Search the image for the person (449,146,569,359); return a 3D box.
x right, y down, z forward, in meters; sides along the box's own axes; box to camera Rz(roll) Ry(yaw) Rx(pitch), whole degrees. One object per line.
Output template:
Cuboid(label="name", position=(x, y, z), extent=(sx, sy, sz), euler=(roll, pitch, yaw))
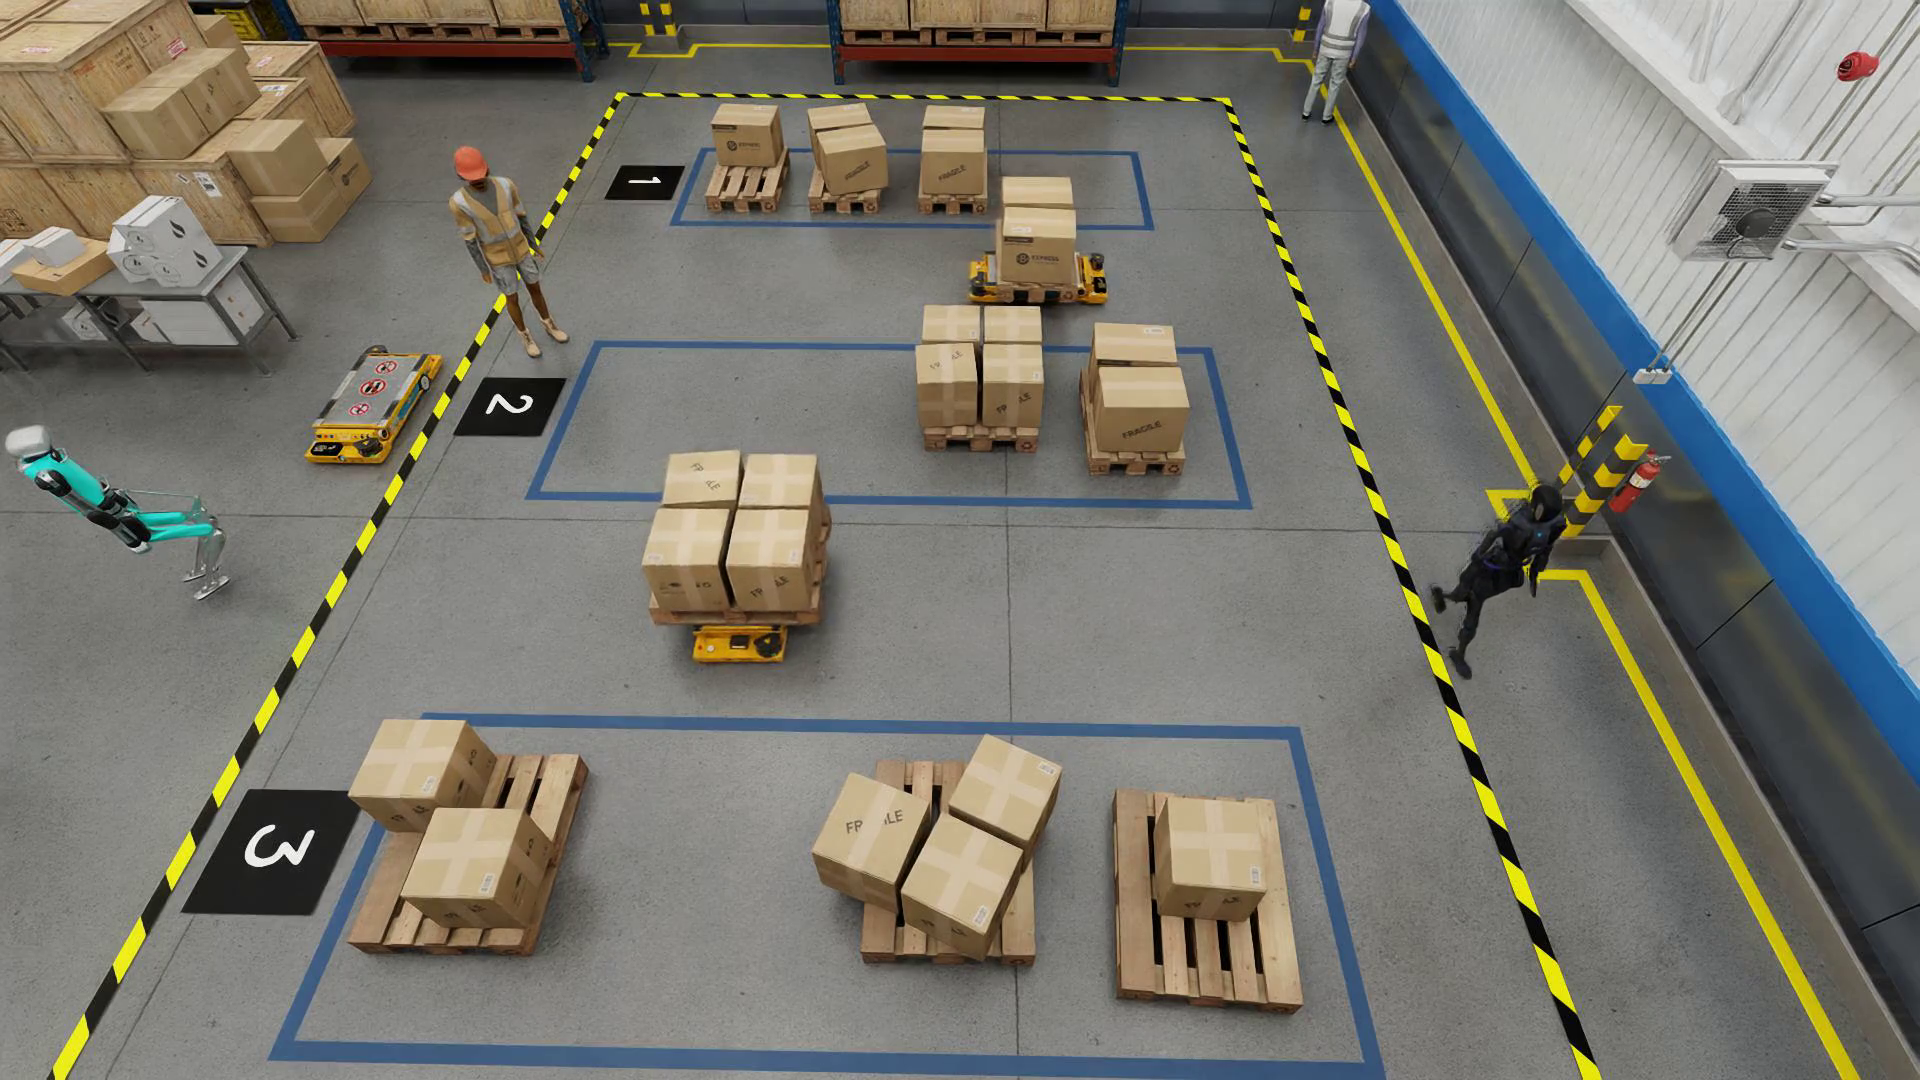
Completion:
Cuboid(label="person", position=(-4.143, -2.623, 8.426), extent=(0.370, 2.040, 0.614), euler=(35, 58, 26))

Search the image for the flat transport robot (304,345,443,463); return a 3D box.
Cuboid(label="flat transport robot", position=(-5.383, -1.269, 8.441), extent=(0.659, 0.231, 1.431), euler=(1, 50, 1))

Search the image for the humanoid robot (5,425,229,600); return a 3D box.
Cuboid(label="humanoid robot", position=(-5.779, -0.245, 6.524), extent=(0.735, 1.677, 0.533), euler=(-35, 58, -26))

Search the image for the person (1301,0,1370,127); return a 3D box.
Cuboid(label="person", position=(4.762, -6.200, 11.586), extent=(0.597, 1.836, 0.404), euler=(24, 54, 19))

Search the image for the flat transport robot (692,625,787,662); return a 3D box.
Cuboid(label="flat transport robot", position=(-1.624, 0.291, 7.102), extent=(0.652, 0.197, 1.431), euler=(0, 50, 0))

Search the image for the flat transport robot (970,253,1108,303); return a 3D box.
Cuboid(label="flat transport robot", position=(0.828, -2.791, 9.711), extent=(1.431, 0.197, 0.652), euler=(1, 50, 1))

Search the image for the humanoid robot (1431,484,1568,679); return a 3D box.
Cuboid(label="humanoid robot", position=(3.692, 0.193, 6.319), extent=(0.591, 1.651, 0.756), euler=(-7, 50, -6))
